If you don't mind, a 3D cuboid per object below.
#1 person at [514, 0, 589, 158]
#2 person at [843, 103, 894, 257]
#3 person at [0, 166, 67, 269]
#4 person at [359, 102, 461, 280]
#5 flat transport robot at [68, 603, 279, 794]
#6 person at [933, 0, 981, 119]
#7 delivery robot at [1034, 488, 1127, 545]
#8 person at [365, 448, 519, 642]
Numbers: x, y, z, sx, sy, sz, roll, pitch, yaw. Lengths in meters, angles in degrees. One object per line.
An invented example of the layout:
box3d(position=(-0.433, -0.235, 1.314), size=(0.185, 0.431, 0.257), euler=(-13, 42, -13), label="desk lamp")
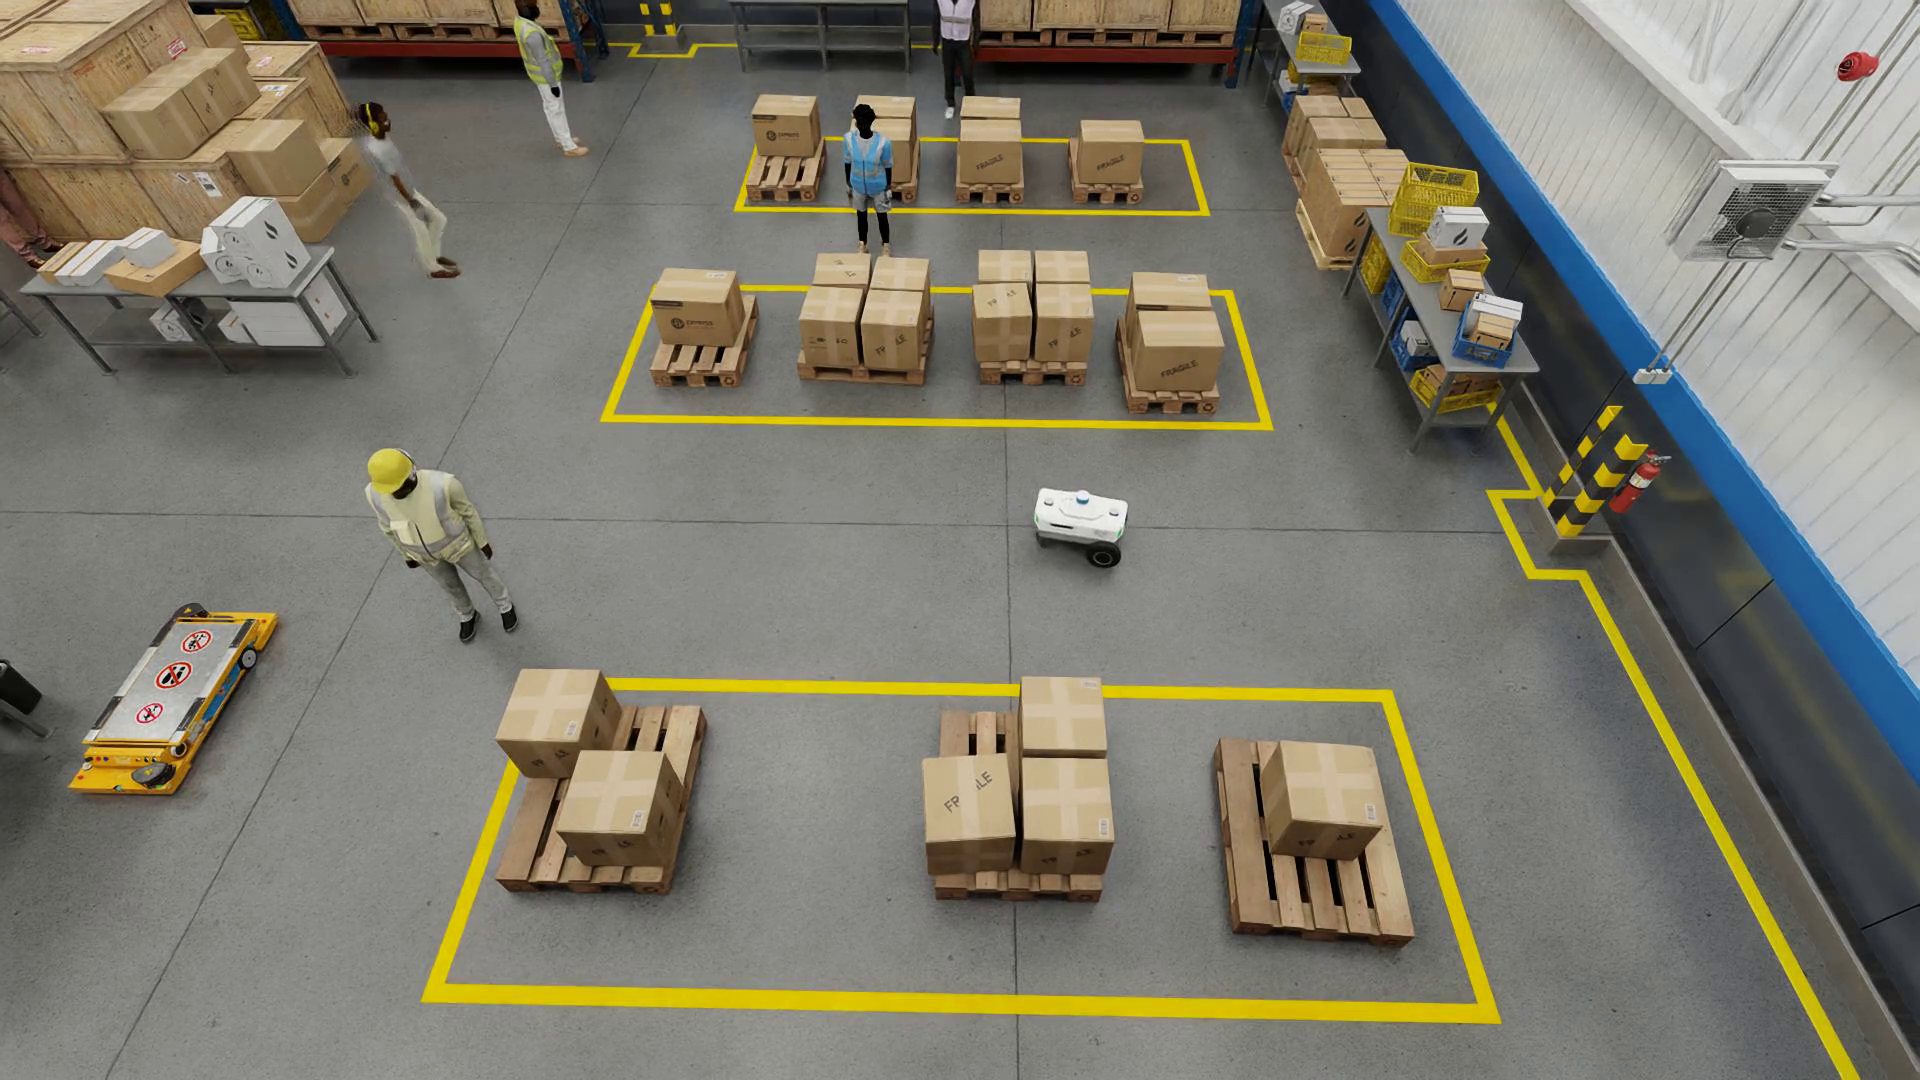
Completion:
box3d(position=(-4.979, -5.604, 11.073), size=(0.430, 1.839, 0.624), euler=(-25, 54, -20), label="person")
box3d(position=(-0.943, -3.677, 9.532), size=(0.535, 1.697, 0.318), euler=(8, 50, 7), label="person")
box3d(position=(-10.088, -3.743, 9.453), size=(0.410, 1.908, 0.643), euler=(0, 50, 0), label="person")
box3d(position=(-5.548, -3.470, 9.259), size=(0.413, 1.855, 0.518), euler=(-13, 51, -11), label="person")
box3d(position=(-5.504, 1.072, 6.442), size=(0.652, 0.197, 1.431), euler=(1, 50, 1), label="flat transport robot")
box3d(position=(-0.039, -6.379, 11.689), size=(0.607, 1.907, 0.402), euler=(9, 50, 7), label="person")
box3d(position=(0.949, -0.192, 7.267), size=(0.707, 0.478, 0.477), euler=(10, 50, 8), label="delivery robot")
box3d(position=(-3.559, 0.041, 6.305), size=(0.588, 1.822, 0.403), euler=(-11, 51, -9), label="person")
